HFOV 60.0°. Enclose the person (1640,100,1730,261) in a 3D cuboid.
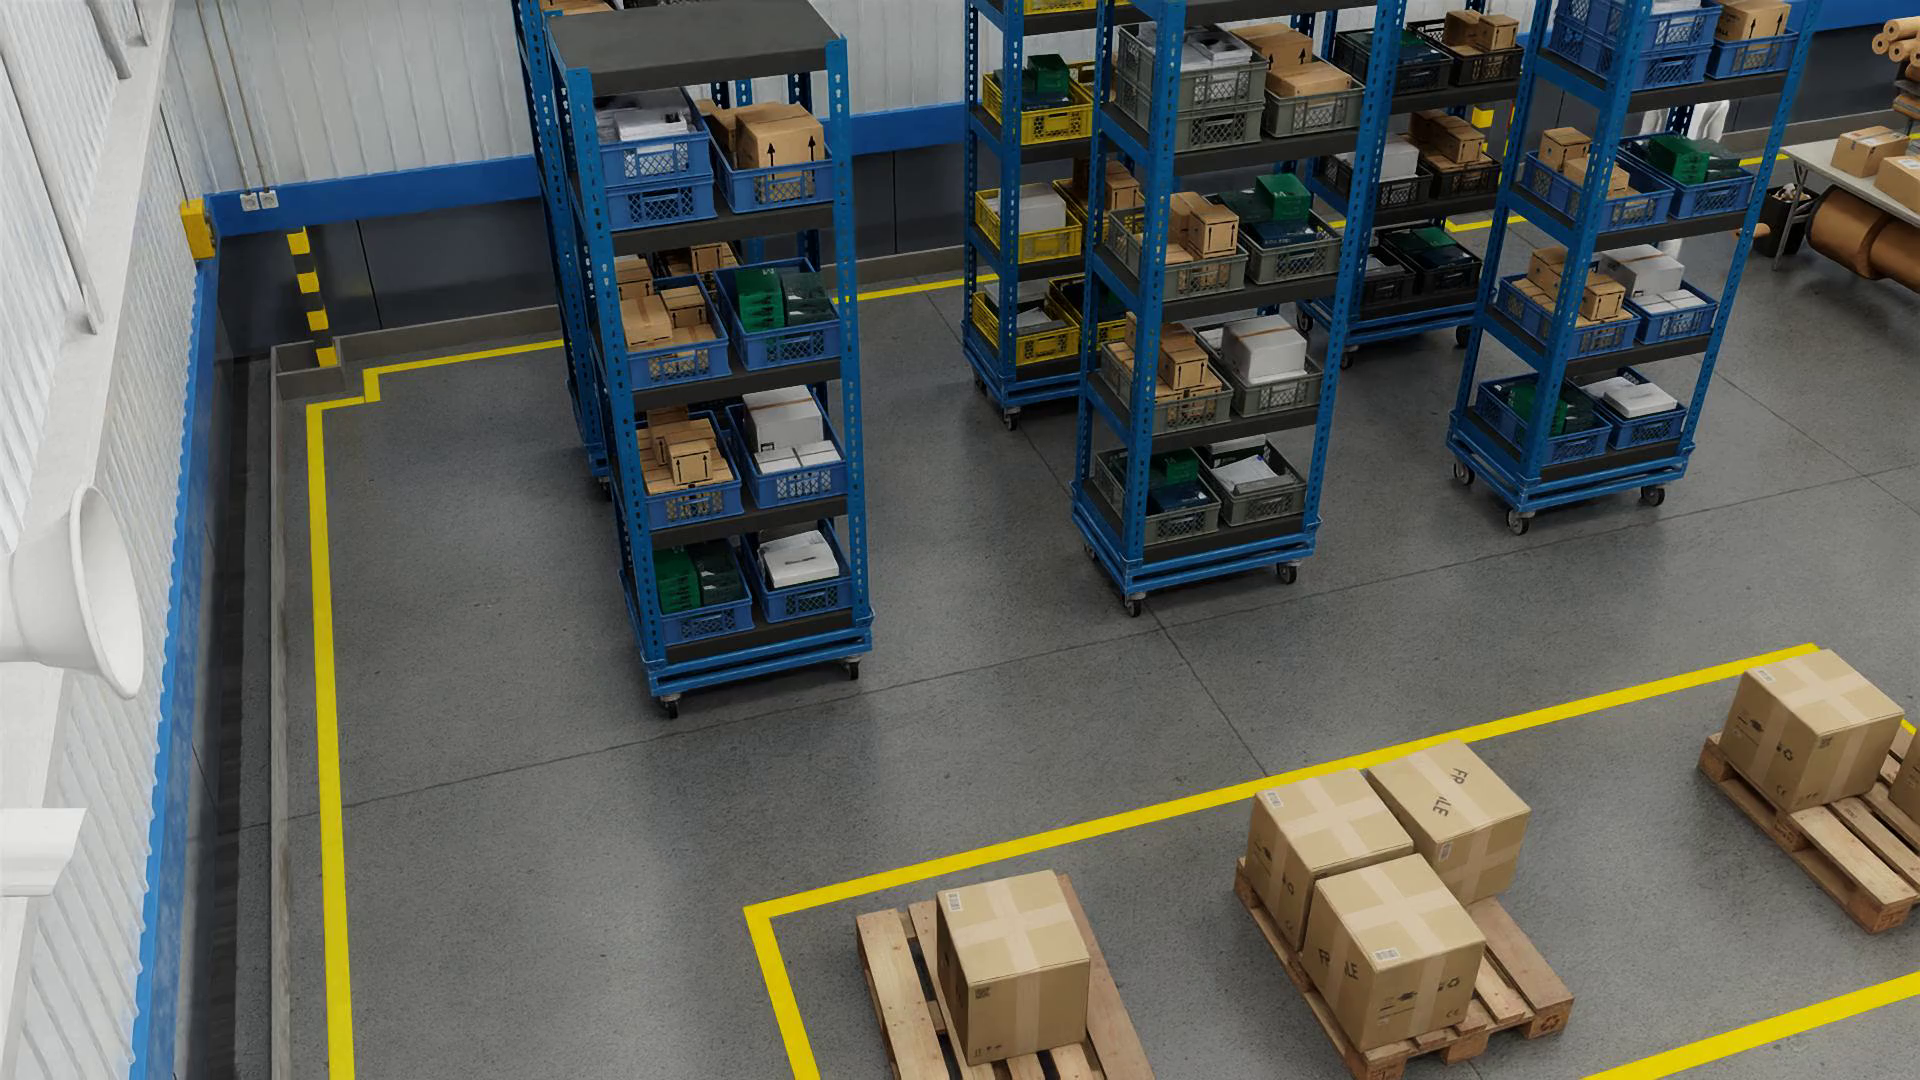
[{"bbox_3d":[5.447,-2.852,12.709,0.574,1.875,0.355,15,38,20],"label":"person"}]
